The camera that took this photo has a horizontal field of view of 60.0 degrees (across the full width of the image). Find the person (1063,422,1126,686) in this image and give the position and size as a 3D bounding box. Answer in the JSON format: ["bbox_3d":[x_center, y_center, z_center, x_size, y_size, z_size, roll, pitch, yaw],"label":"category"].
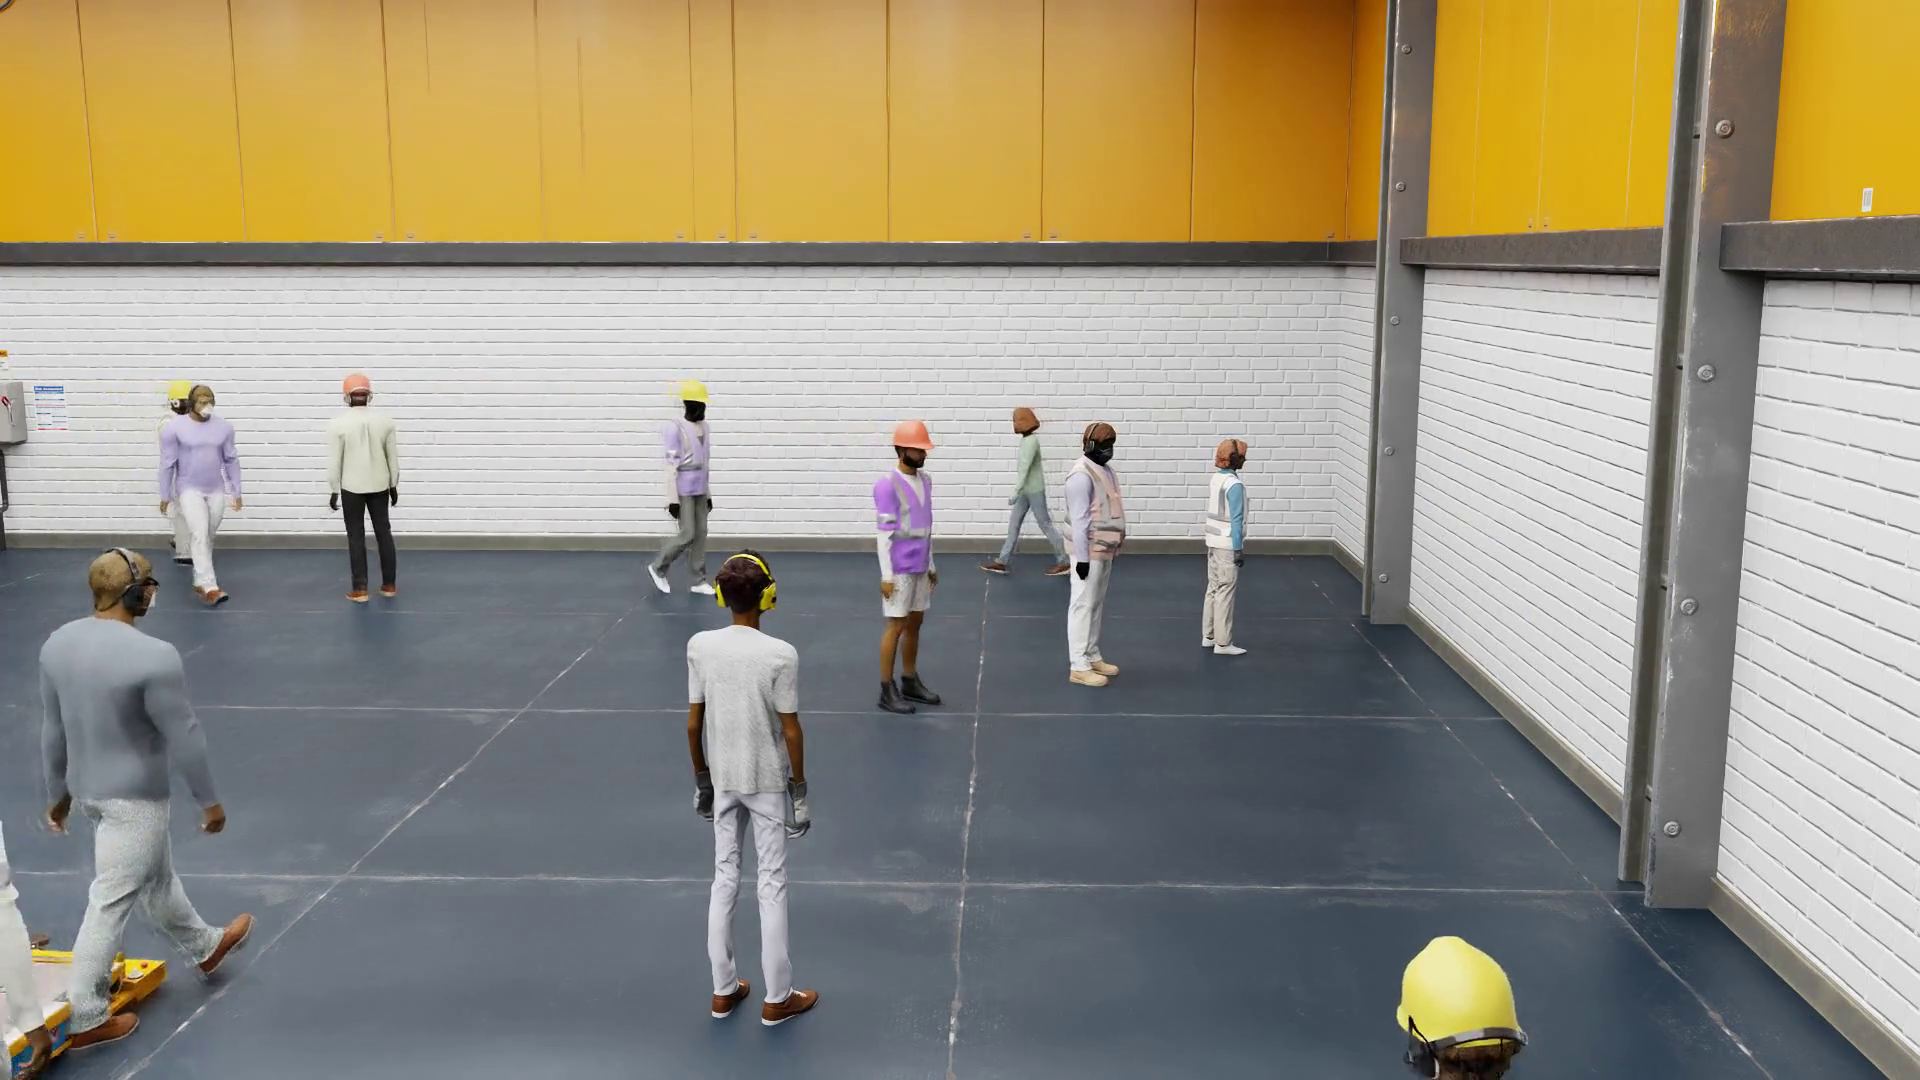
[{"bbox_3d":[0.953,0.087,11.721,0.430,1.841,0.624,4,10,22],"label":"person"}]

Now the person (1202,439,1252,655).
[{"bbox_3d":[2.007,0.052,12.543,0.316,1.629,0.507,-1,10,-8],"label":"person"}]

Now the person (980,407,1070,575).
[{"bbox_3d":[0.653,-0.450,15.605,0.853,1.583,0.506,-1,10,-7],"label":"person"}]

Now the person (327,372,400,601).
[{"bbox_3d":[-5.208,-0.468,14.521,0.622,1.991,0.400,-8,13,-40],"label":"person"}]

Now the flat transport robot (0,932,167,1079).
[{"bbox_3d":[-3.643,1.823,6.141,0.652,0.197,1.431,1,10,5],"label":"flat transport robot"}]

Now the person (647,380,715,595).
[{"bbox_3d":[-2.438,-0.453,14.658,0.622,1.915,0.596,4,11,24],"label":"person"}]

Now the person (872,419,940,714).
[{"bbox_3d":[-0.328,0.167,10.971,0.372,1.934,0.552,6,11,32],"label":"person"}]

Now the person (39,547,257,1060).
[{"bbox_3d":[-3.143,0.959,6.466,0.659,1.882,1.013,5,11,26],"label":"person"}]

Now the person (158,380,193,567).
[{"bbox_3d":[-7.443,-0.628,15.958,0.419,1.817,0.622,-1,10,-5],"label":"person"}]

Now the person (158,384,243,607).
[{"bbox_3d":[-6.451,-0.379,14.293,0.961,1.891,0.650,8,12,38],"label":"person"}]

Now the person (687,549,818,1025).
[{"bbox_3d":[-0.814,0.961,6.501,0.521,1.876,0.325,4,10,21],"label":"person"}]

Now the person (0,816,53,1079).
[{"bbox_3d":[-2.776,1.252,4.430,0.688,1.996,0.590,-3,10,-18],"label":"person"}]

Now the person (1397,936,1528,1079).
[{"bbox_3d":[0.924,1.602,3.076,0.541,1.750,0.577,1,10,4],"label":"person"}]
